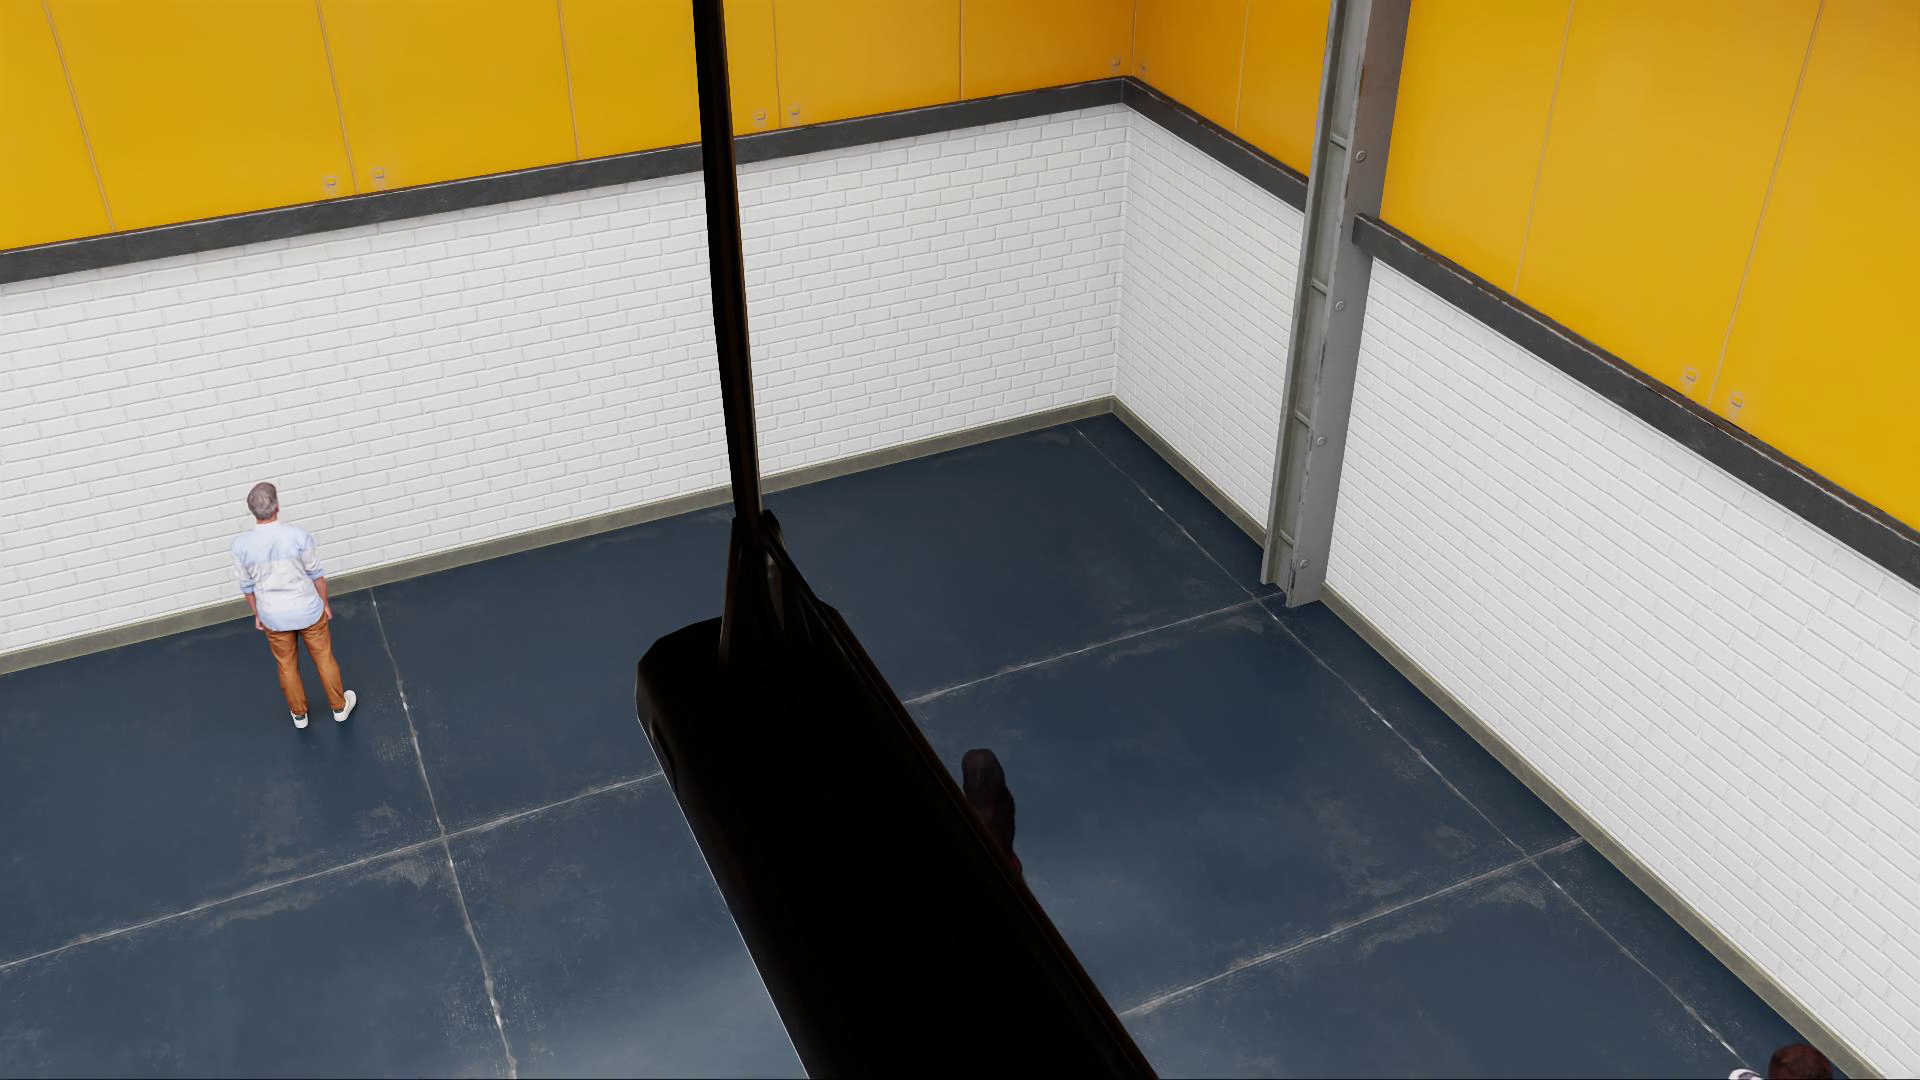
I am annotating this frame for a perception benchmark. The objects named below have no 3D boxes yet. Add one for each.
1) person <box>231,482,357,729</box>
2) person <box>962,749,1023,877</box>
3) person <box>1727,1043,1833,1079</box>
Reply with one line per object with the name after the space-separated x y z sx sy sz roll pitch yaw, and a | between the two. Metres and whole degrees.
-4.353 0.437 10.825 0.727 1.827 0.641 -8 34 -11 | person
0.209 1.827 8.910 0.805 1.632 0.745 16 37 23 | person
3.350 2.842 7.189 0.776 1.846 0.608 -2 34 -3 | person
